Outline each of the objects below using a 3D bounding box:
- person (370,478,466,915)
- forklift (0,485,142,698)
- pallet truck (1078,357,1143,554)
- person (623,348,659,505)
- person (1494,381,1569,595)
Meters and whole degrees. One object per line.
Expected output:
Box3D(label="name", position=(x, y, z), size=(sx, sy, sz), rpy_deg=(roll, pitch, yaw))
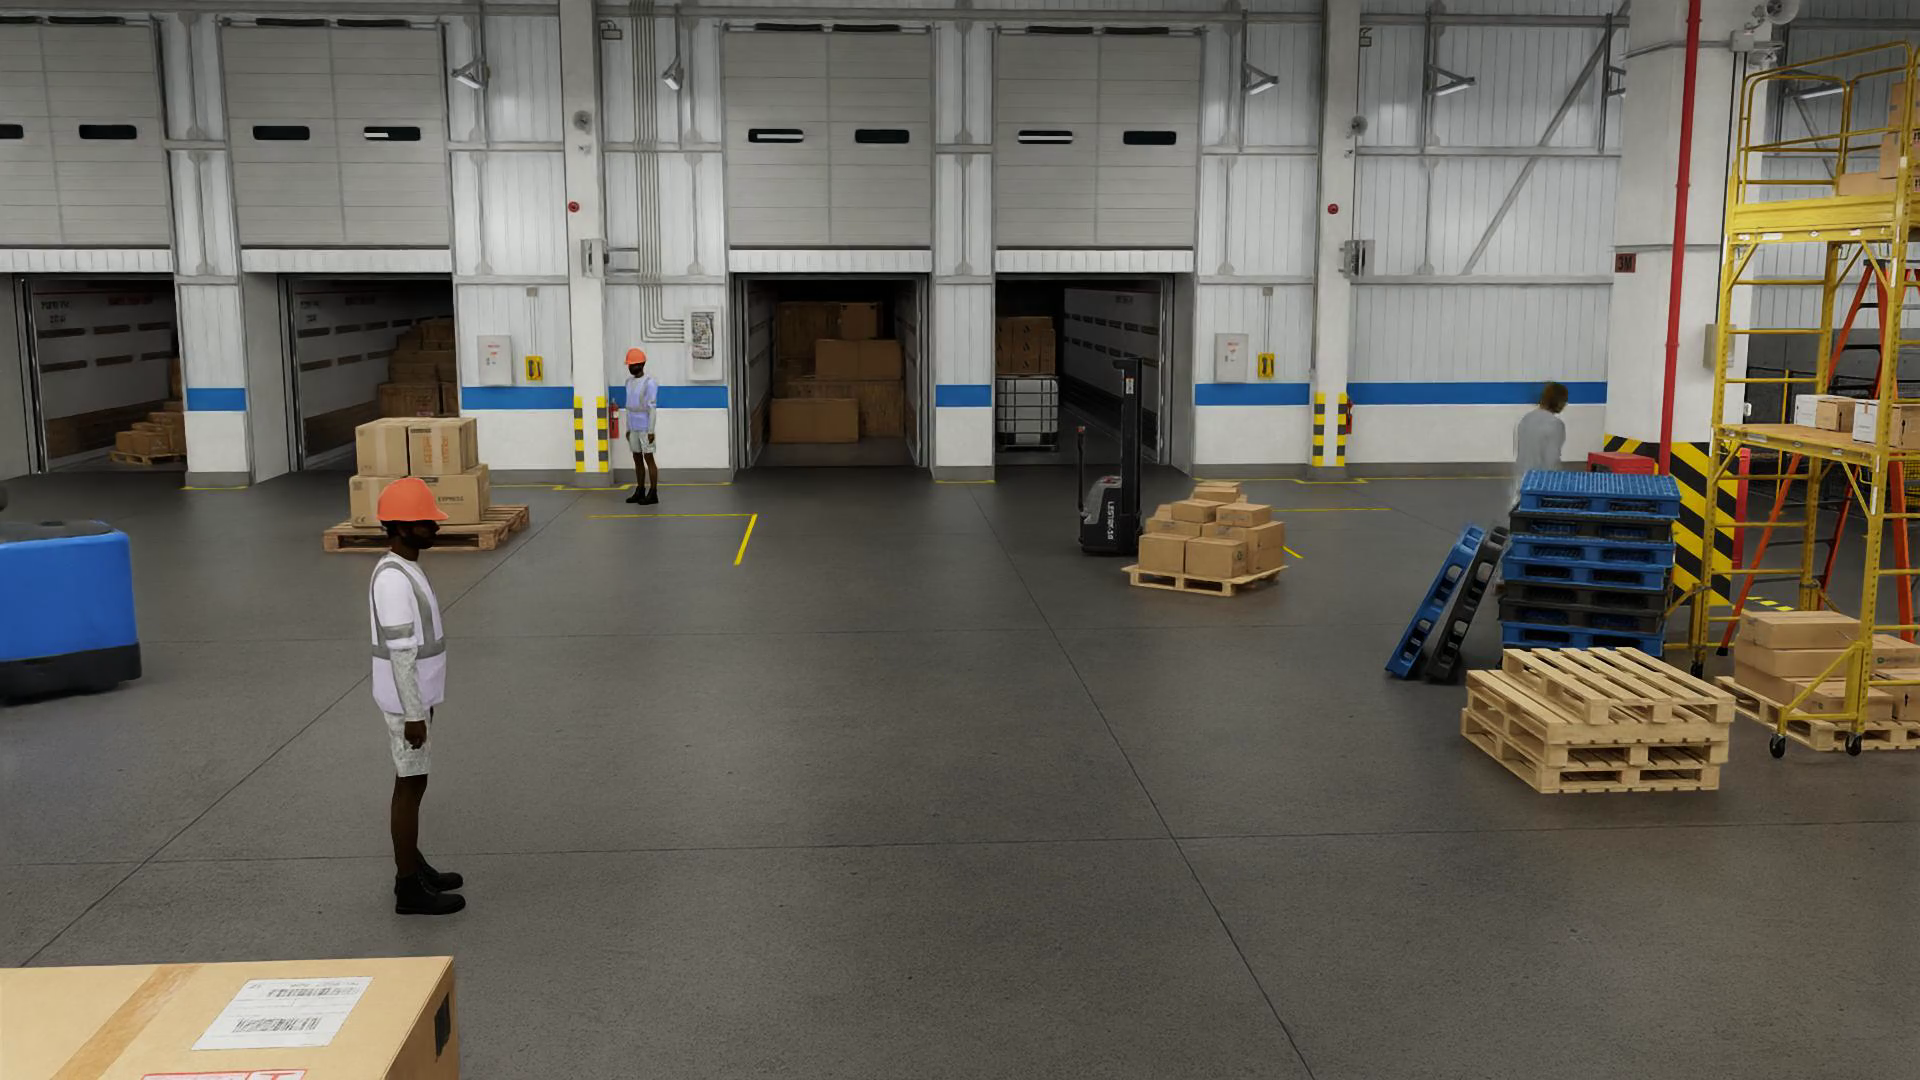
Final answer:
Box3D(label="person", position=(-2.413, 0.687, 7.387), size=(0.361, 1.938, 0.545), rpy_deg=(-3, 9, -16))
Box3D(label="forklift", position=(-6.622, -0.356, 10.983), size=(1.873, 2.768, 1.129), rpy_deg=(-7, 11, -38))
Box3D(label="pallet truck", position=(2.088, -0.836, 16.757), size=(1.885, 1.965, 0.823), rpy_deg=(2, 9, 13))
Box3D(label="person", position=(-3.950, -1.394, 20.485), size=(0.544, 1.930, 0.388), rpy_deg=(8, 12, 41))
Box3D(label="person", position=(5.124, -0.443, 14.596), size=(0.919, 1.888, 0.763), rpy_deg=(-2, 9, -14))
